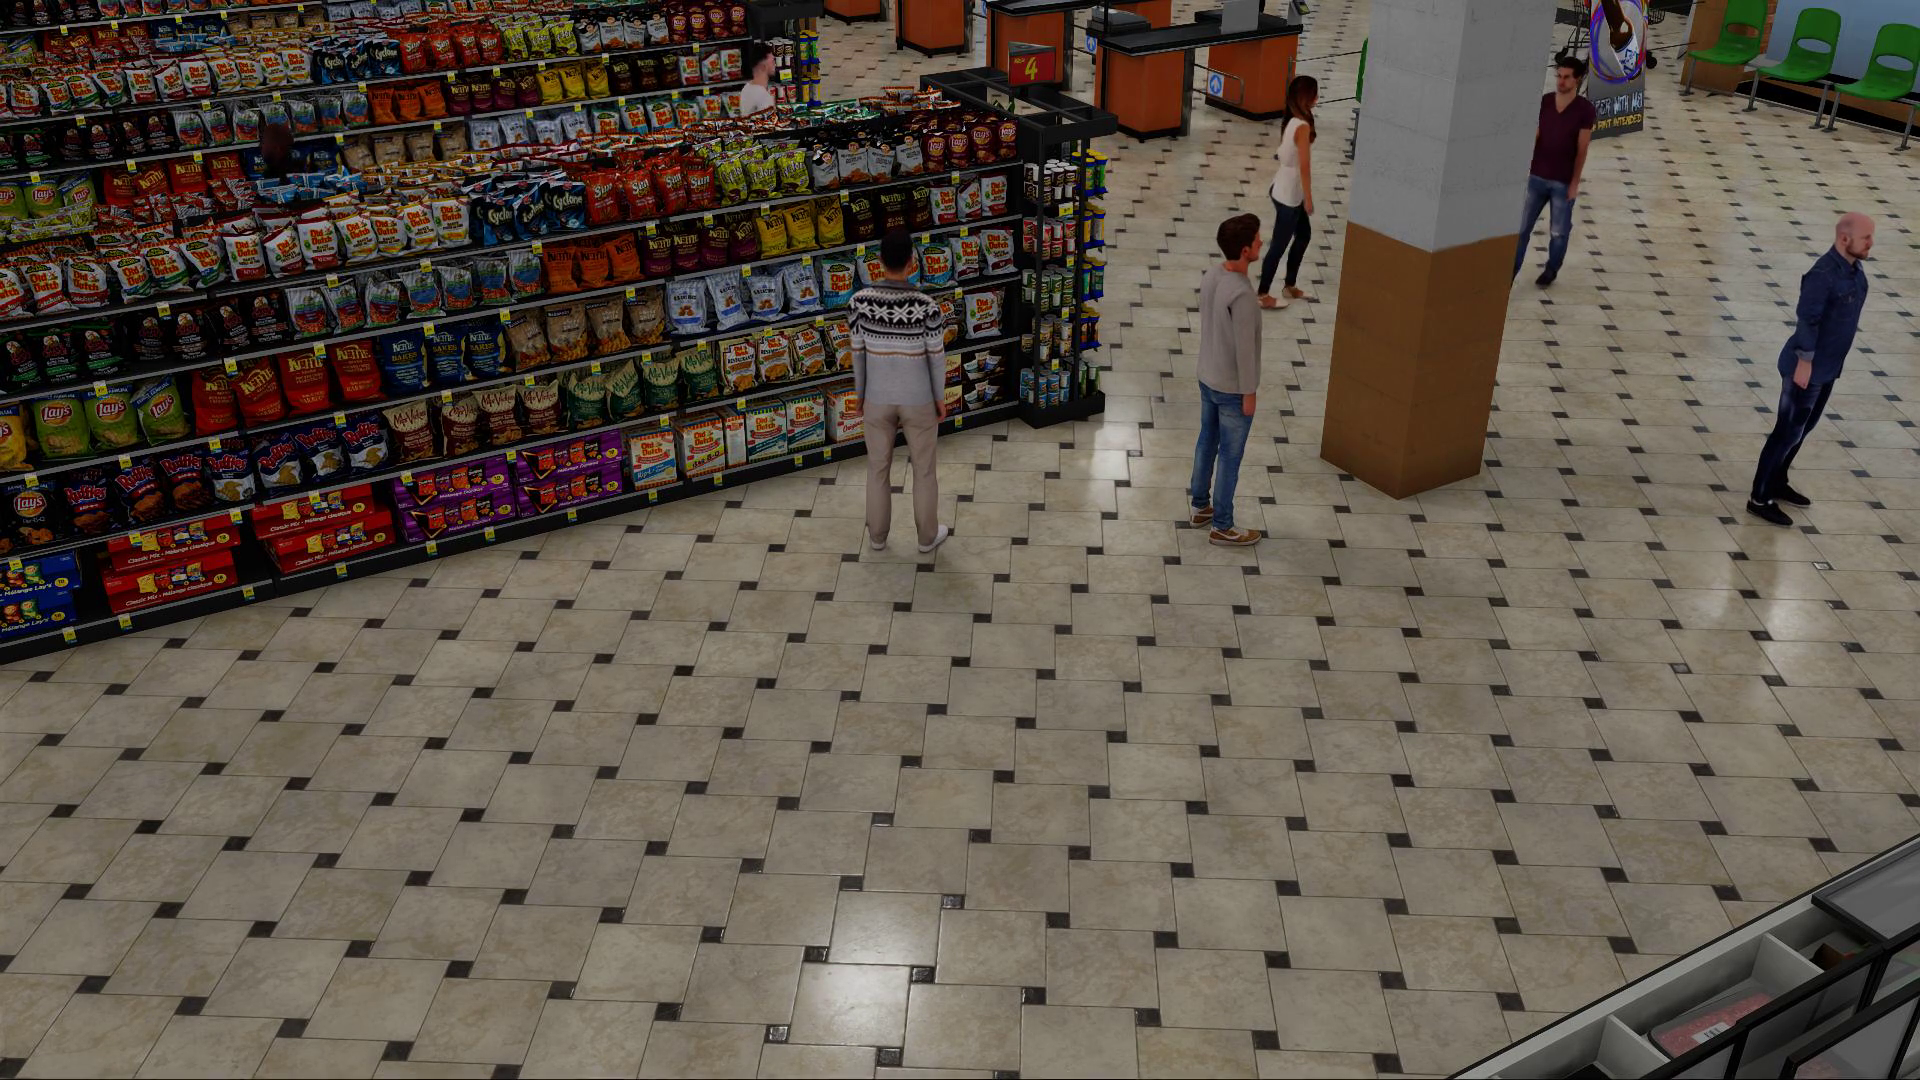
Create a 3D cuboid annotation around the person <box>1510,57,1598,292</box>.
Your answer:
[{"bbox_3d":[4.634,-2.825,12.889,0.879,1.810,1.141,25,37,37],"label":"person"}]

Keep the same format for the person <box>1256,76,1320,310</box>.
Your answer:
[{"bbox_3d":[2.379,-2.581,12.481,0.848,1.771,0.790,0,29,-1],"label":"person"}]

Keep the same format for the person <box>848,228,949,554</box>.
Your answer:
[{"bbox_3d":[-0.334,-0.793,9.114,0.735,1.861,0.824,4,29,8],"label":"person"}]

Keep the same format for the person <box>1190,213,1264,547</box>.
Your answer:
[{"bbox_3d":[1.483,-0.885,9.235,0.636,1.905,0.693,-10,30,-17],"label":"person"}]

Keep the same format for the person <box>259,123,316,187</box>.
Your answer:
[{"bbox_3d":[-4.310,-1.886,11.186,1.244,1.793,0.860,-9,30,-16],"label":"person"}]

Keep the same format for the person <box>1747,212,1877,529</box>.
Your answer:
[{"bbox_3d":[4.882,-0.989,9.511,0.848,1.824,0.645,23,36,36],"label":"person"}]

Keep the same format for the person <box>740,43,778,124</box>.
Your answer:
[{"bbox_3d":[-1.611,-2.977,13.143,0.654,1.834,0.702,-12,31,-21],"label":"person"}]
